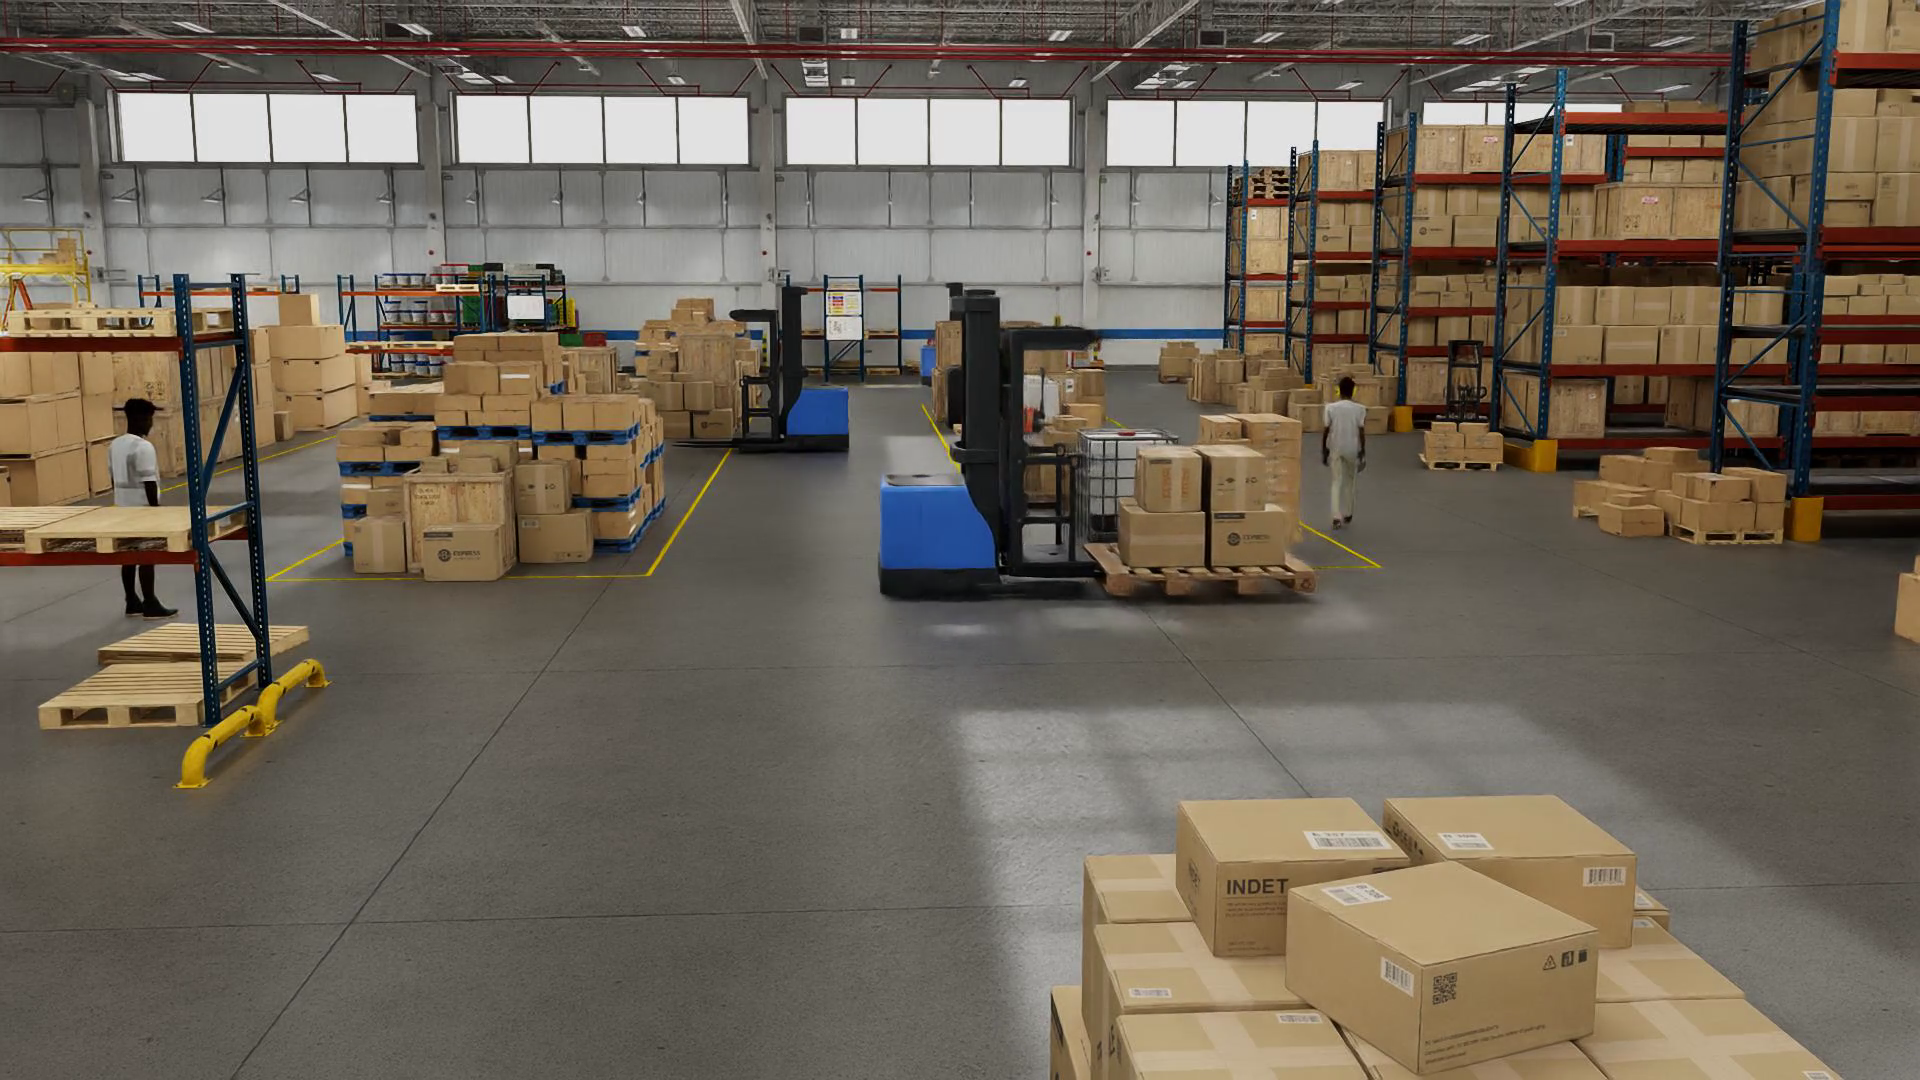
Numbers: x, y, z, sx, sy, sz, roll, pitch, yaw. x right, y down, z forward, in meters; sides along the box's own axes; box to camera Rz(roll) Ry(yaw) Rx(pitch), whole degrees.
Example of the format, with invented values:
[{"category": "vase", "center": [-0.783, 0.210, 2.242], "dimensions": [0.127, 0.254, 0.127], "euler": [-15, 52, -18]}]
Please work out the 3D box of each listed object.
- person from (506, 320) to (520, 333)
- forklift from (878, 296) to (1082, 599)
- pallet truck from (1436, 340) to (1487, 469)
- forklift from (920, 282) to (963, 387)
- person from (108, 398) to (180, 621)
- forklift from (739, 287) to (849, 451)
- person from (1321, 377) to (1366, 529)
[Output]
[{"category": "person", "center": [-11.164, -4.546, 41.623], "dimensions": [0.650, 1.897, 0.904], "euler": [0, 9, -2]}, {"category": "forklift", "center": [0.163, -0.909, 15.738], "dimensions": [1.873, 2.768, 1.129], "euler": [-1, 9, -4]}, {"category": "pallet truck", "center": [8.004, -2.170, 26.422], "dimensions": [0.823, 1.965, 1.885], "euler": [2, 9, 14]}, {"category": "forklift", "center": [-0.126, -5.568, 44.991], "dimensions": [1.873, 2.768, 1.129], "euler": [-1, 9, -4]}, {"category": "person", "center": [-7.202, -0.272, 14.621], "dimensions": [0.608, 1.958, 0.400], "euler": [6, 11, 35]}, {"category": "forklift", "center": [-2.857, -2.959, 28.607], "dimensions": [1.873, 2.768, 1.129], "euler": [-1, 9, -4]}, {"category": "person", "center": [4.600, -1.043, 19.965], "dimensions": [0.538, 1.817, 0.989], "euler": [2, 9, 15]}]
